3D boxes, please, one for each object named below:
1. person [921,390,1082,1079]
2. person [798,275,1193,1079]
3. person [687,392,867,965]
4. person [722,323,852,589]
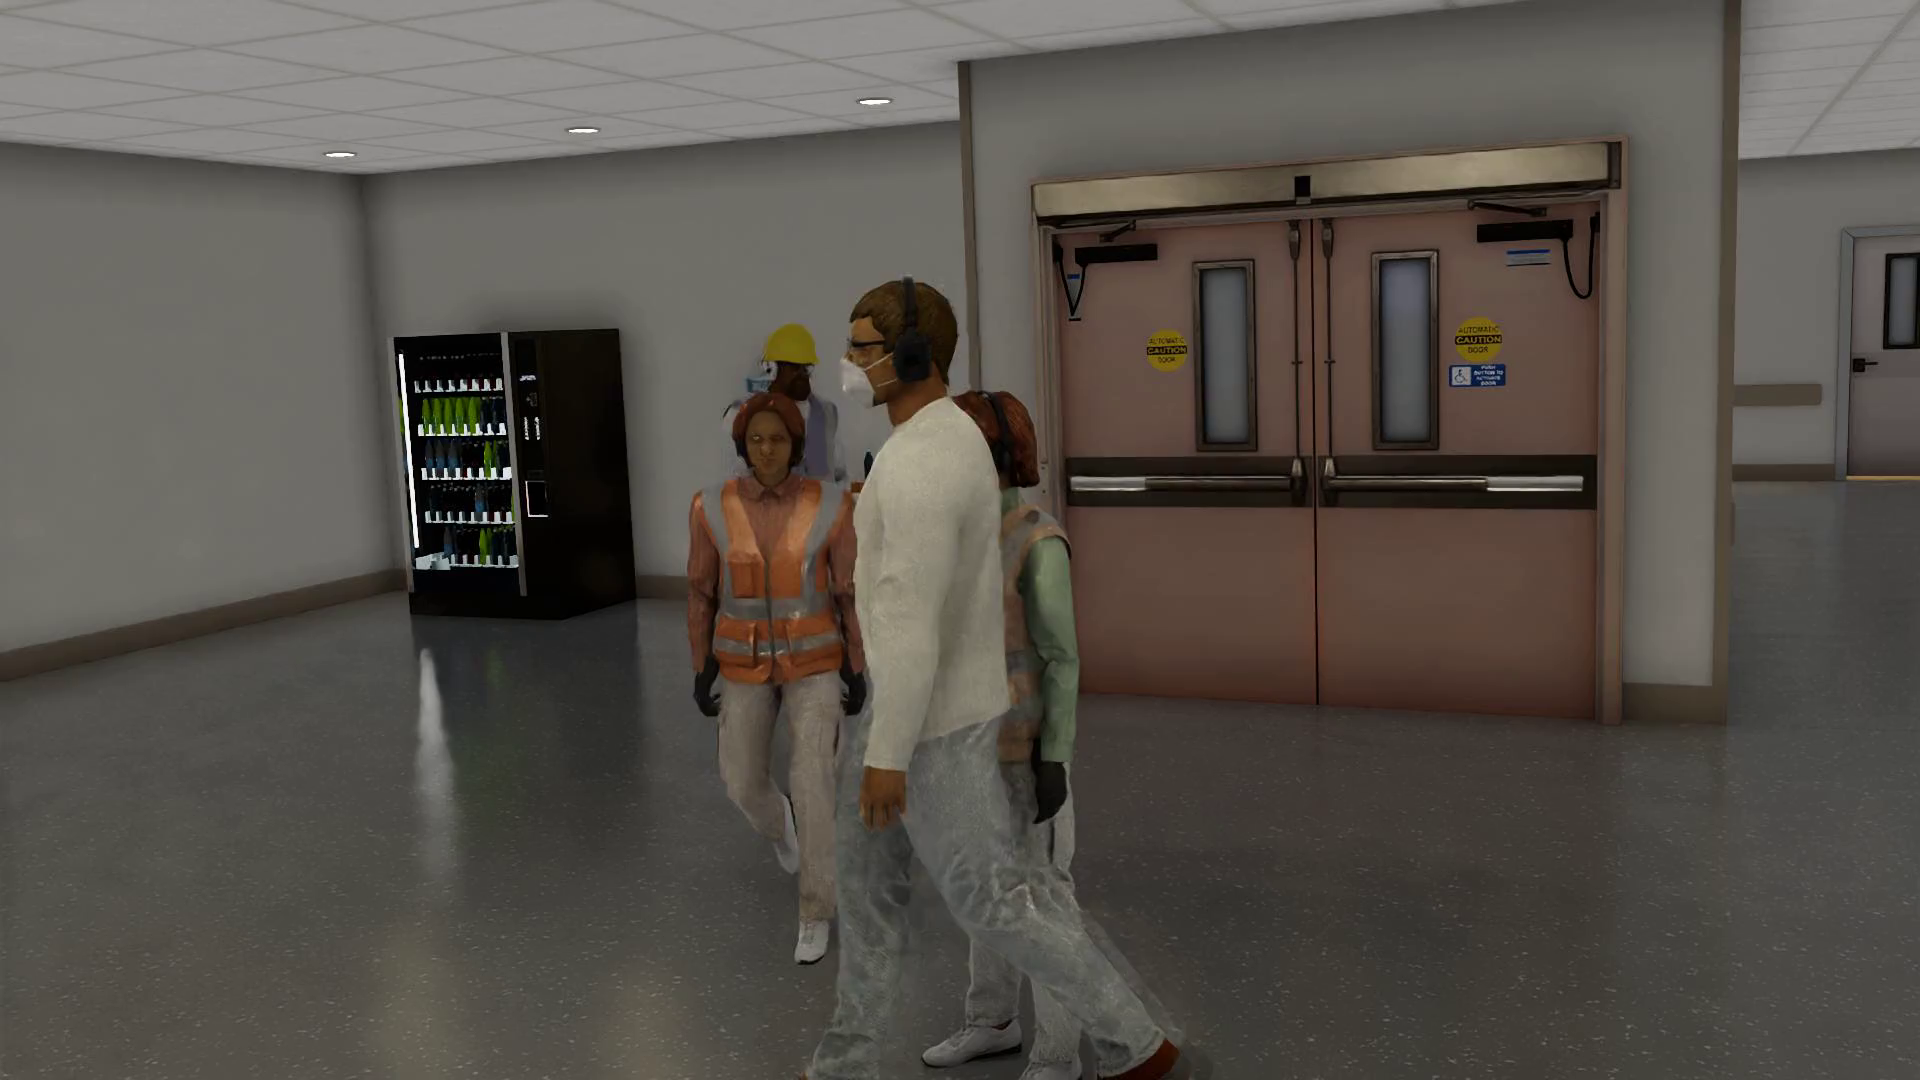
[{"bbox_3d":[0.100,0.474,3.826,0.314,1.641,0.515,-7,9,-30],"label":"person"},{"bbox_3d":[-0.001,0.381,3.602,0.961,1.910,0.633,-2,7,-1],"label":"person"},{"bbox_3d":[-0.513,0.367,4.897,0.527,1.623,0.601,-2,7,4],"label":"person"},{"bbox_3d":[-0.762,-0.066,7.544,0.617,1.818,0.472,-7,9,-33],"label":"person"}]
